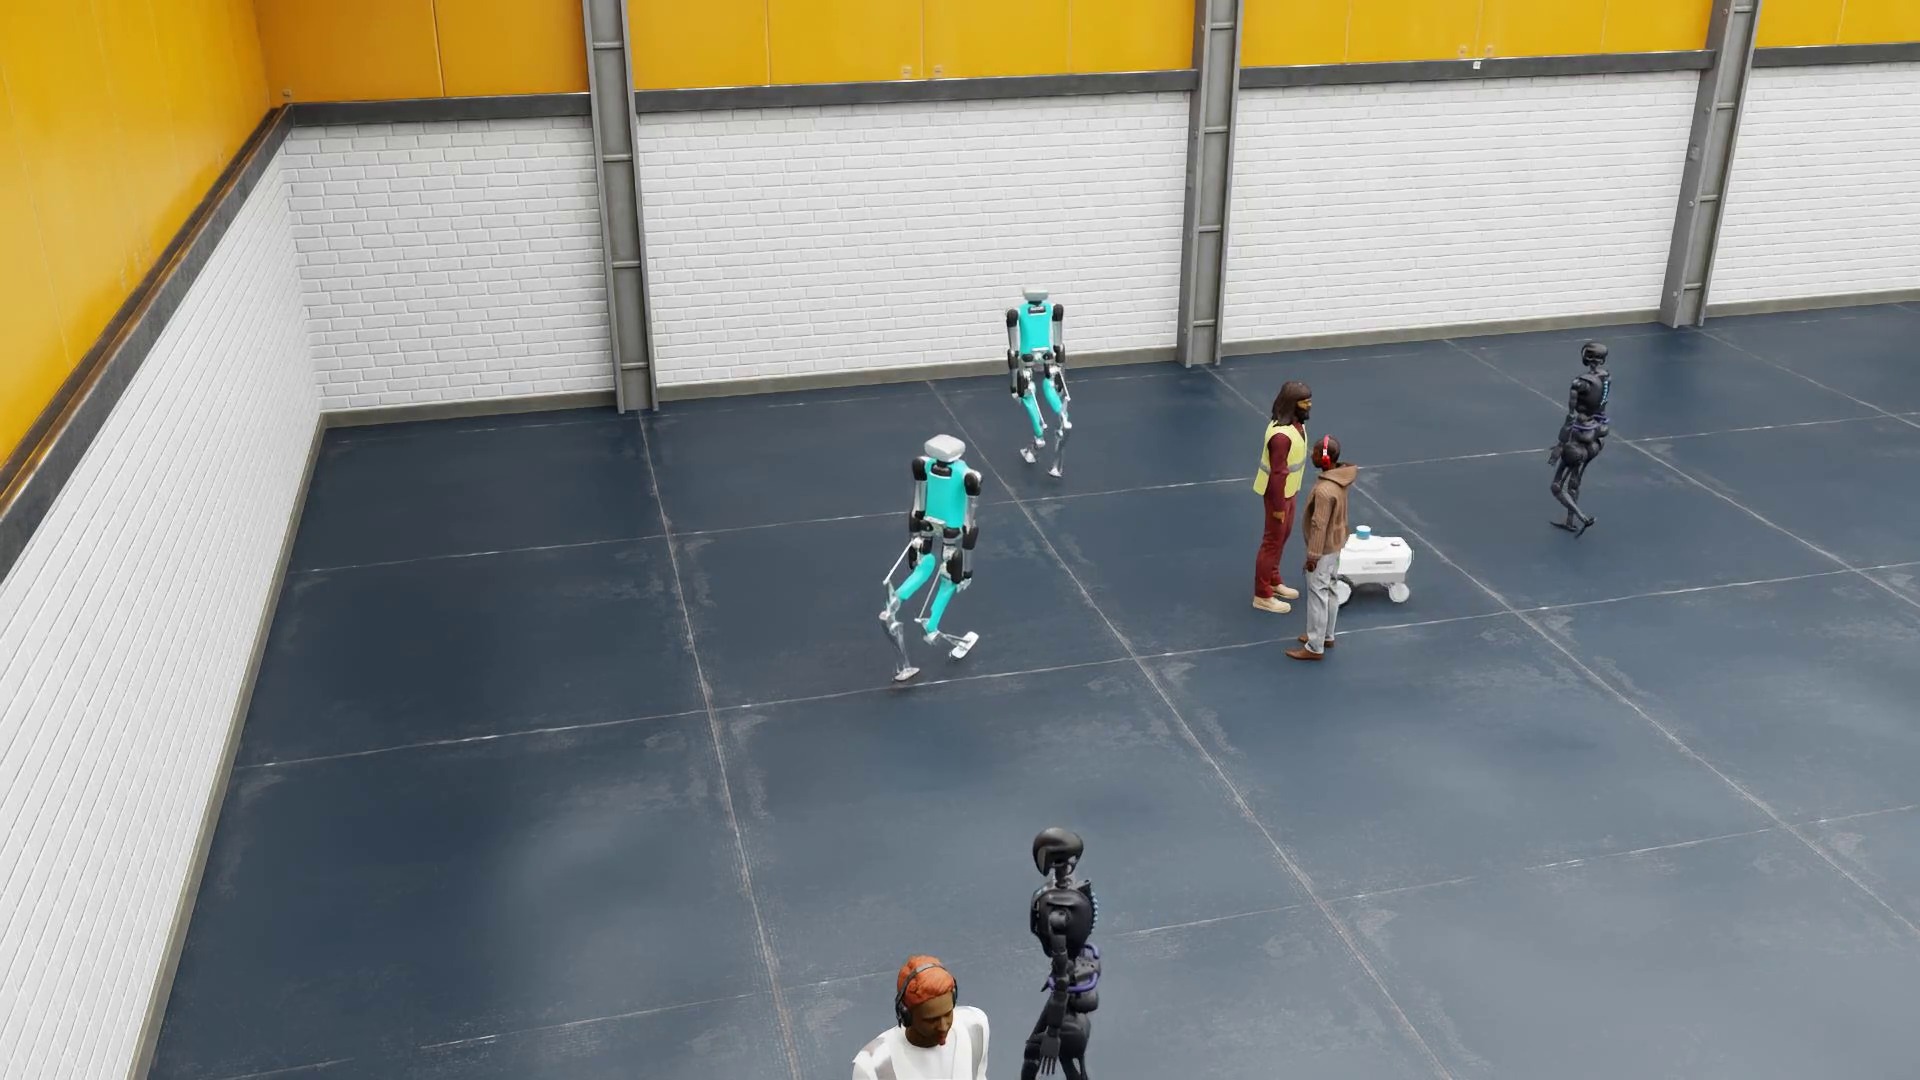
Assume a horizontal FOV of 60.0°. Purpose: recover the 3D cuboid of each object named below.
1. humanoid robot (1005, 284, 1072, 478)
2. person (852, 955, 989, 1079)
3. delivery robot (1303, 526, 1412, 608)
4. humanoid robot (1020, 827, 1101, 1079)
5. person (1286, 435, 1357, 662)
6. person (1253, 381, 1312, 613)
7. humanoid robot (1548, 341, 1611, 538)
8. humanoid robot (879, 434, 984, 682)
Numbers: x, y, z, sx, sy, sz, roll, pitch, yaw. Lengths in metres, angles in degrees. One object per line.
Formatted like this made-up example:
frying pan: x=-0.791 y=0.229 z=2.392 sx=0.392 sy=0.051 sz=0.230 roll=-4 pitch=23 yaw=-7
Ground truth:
humanoid robot: x=0.735 y=-1.316 z=14.576 sx=0.545 sy=1.749 sz=1.036 roll=-7 pitch=25 yaw=-15
person: x=-0.118 y=2.321 z=6.089 sx=0.577 sy=1.882 sz=0.354 roll=-17 pitch=29 yaw=-33
delivery robot: x=3.007 y=0.191 z=12.584 sx=0.807 sy=0.606 sz=0.499 roll=-2 pitch=24 yaw=-3
humanoid robot: x=0.393 y=1.966 z=7.175 sx=0.641 sy=1.635 sz=0.611 roll=3 pitch=24 yaw=6
person: x=2.520 y=0.060 z=11.515 sx=0.327 sy=1.648 sz=0.462 roll=12 pitch=26 yaw=25
person: x=2.354 y=-0.330 z=12.257 sx=0.365 sy=1.765 sz=0.470 roll=10 pitch=26 yaw=22
humanoid robot: x=5.088 y=-0.812 z=13.461 sx=0.608 sy=1.638 sz=0.483 roll=-18 pitch=30 yaw=-35
humanoid robot: x=-0.228 y=0.203 z=11.108 sx=0.546 sy=1.739 sz=1.042 roll=15 pitch=28 yaw=31
